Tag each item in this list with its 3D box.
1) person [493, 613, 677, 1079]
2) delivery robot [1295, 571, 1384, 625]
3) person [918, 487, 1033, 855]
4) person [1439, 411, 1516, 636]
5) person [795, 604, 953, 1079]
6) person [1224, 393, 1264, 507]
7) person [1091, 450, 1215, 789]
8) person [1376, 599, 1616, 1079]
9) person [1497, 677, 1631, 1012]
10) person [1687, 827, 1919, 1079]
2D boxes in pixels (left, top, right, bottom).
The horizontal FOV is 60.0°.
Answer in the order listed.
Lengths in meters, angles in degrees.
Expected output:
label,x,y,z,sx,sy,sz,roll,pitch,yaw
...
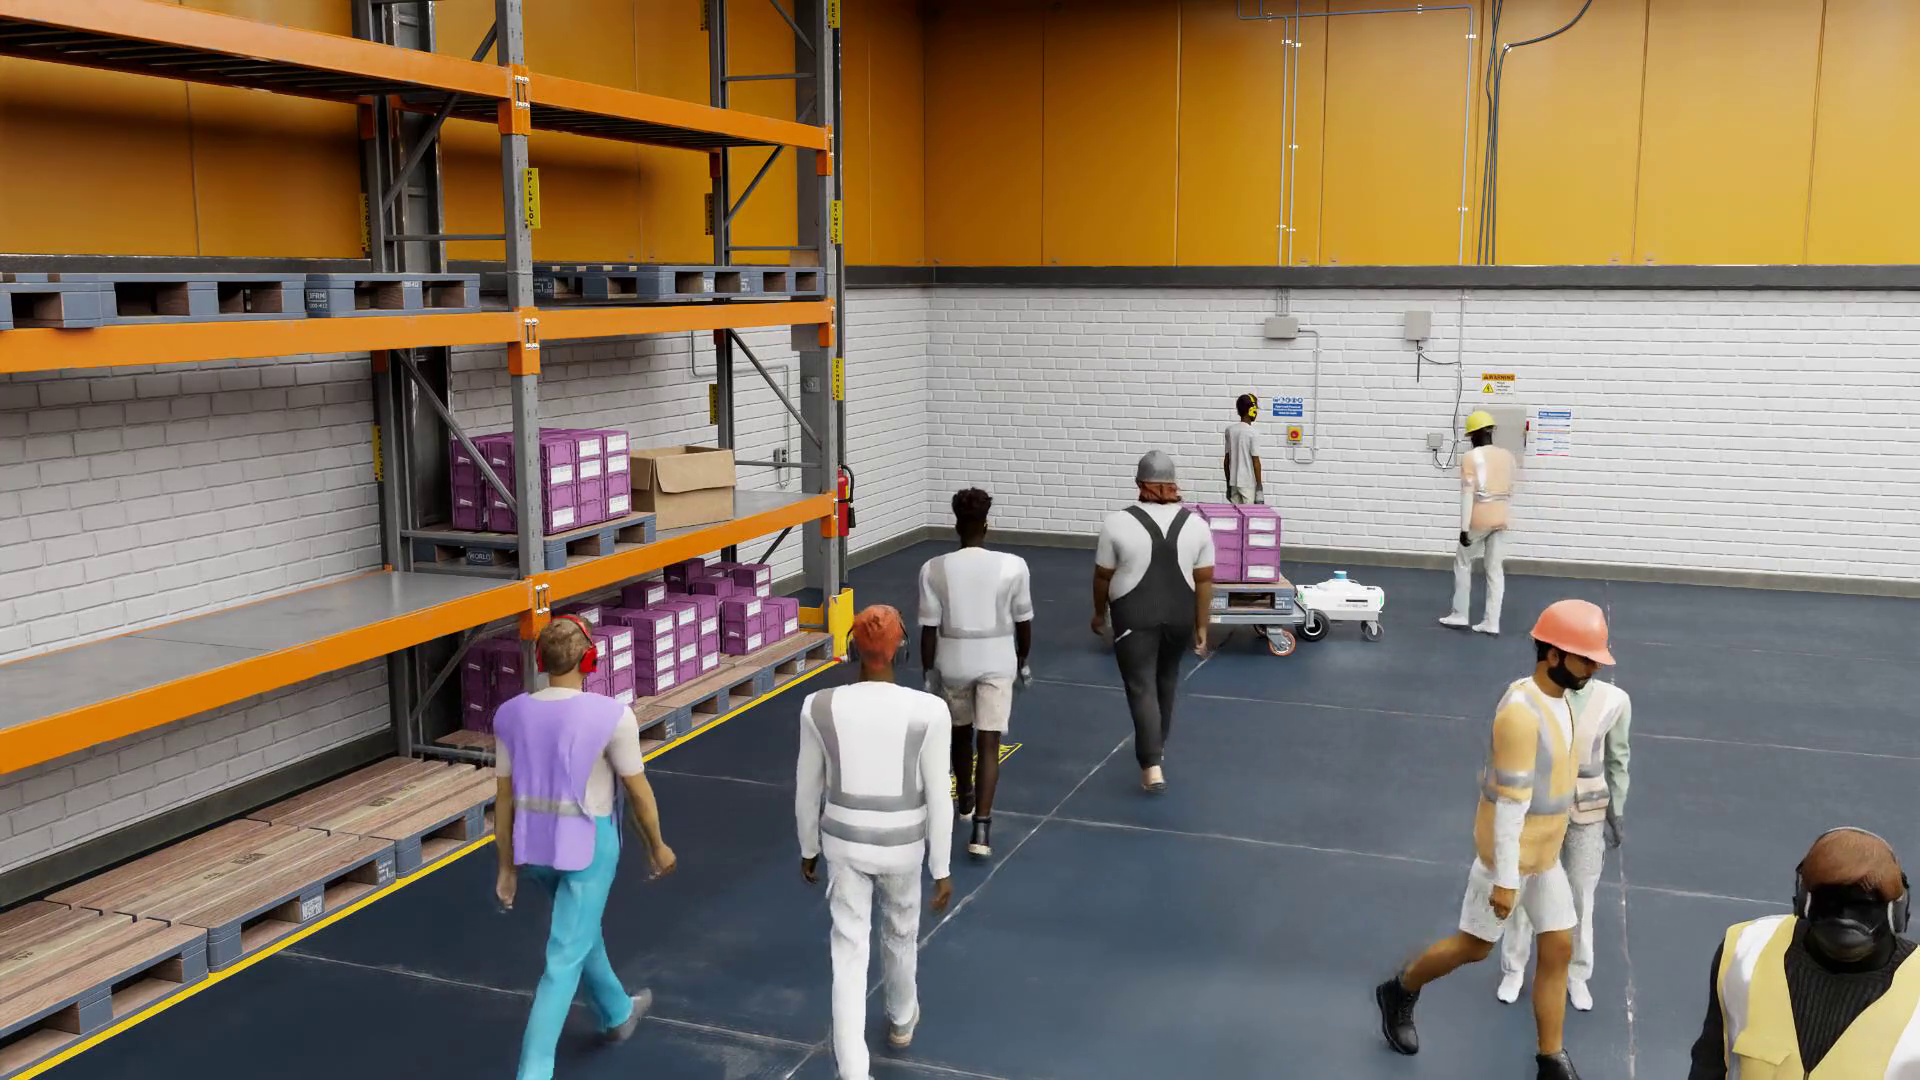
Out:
label,x,y,z,sx,sy,sz,roll,pitch,yaw
person,-1.435,1.169,6.197,0.573,1.786,1.023,4,10,23
delivery robot,3.174,0.504,13.911,0.707,0.478,0.477,1,9,6
person,0.085,0.676,8.890,0.605,1.920,1.022,1,9,6
person,4.415,-0.148,14.149,0.614,1.872,0.739,-4,10,-23
person,-0.317,1.142,6.215,0.596,1.829,0.974,1,9,5
person,2.828,-0.519,16.503,0.328,1.873,0.519,-6,11,-32
person,1.159,0.434,9.993,0.688,2.000,0.996,-2,9,-12
person,2.005,1.121,6.199,0.937,1.888,0.567,8,12,40
person,2.481,1.130,6.881,0.522,1.637,0.310,3,9,17
person,1.917,1.532,3.722,0.429,1.843,0.633,-8,12,-42
